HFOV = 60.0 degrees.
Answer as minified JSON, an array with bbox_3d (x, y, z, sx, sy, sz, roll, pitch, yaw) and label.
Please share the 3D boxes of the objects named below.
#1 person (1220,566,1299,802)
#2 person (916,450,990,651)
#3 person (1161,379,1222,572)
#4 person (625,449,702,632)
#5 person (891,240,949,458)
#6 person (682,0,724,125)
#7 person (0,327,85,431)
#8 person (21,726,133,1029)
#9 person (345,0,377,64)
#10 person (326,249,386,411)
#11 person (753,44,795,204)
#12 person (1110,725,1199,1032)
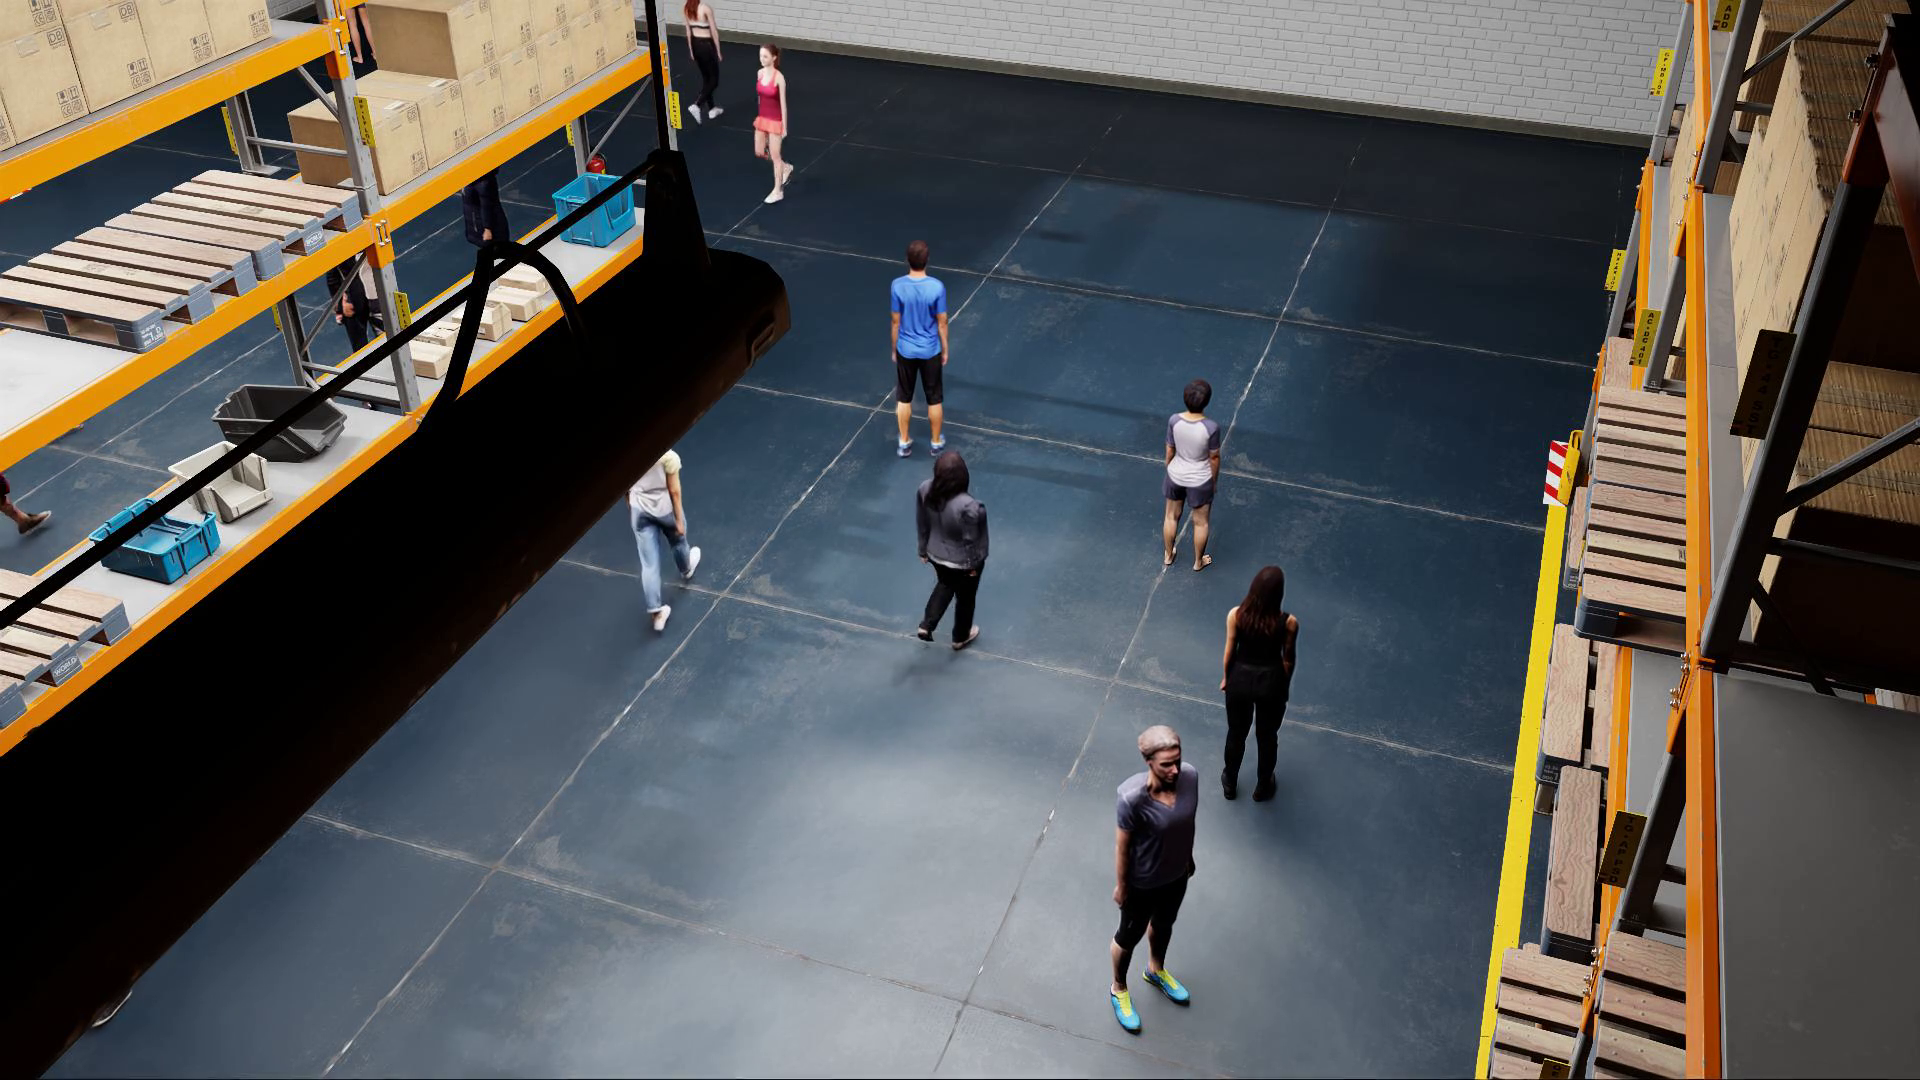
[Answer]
[{"bbox_3d":[1.797,0.879,10.087,0.594,1.688,0.566,8,35,12],"label":"person"},{"bbox_3d":[-0.079,0.122,11.322,0.809,1.583,0.895,25,41,32],"label":"person"},{"bbox_3d":[1.702,-0.485,12.250,0.571,1.566,0.533,14,36,20],"label":"person"},{"bbox_3d":[-2.159,-0.123,11.600,0.750,1.683,1.132,6,34,10],"label":"person"},{"bbox_3d":[-0.352,-1.537,13.569,0.685,1.858,0.662,0,34,0],"label":"person"},{"bbox_3d":[-3.153,-5.911,20.271,0.722,1.723,1.020,17,37,24],"label":"person"},{"bbox_3d":[-7.862,-1.523,13.777,0.880,1.604,0.911,-10,35,-14],"label":"person"},{"bbox_3d":[-4.560,1.661,8.813,0.658,1.797,1.078,11,35,16],"label":"person"},{"bbox_3d":[-8.158,-7.316,22.376,0.643,1.733,0.742,-24,40,-31],"label":"person"},{"bbox_3d":[-5.102,-2.014,14.255,0.754,1.893,0.826,-16,37,-23],"label":"person"},{"bbox_3d":[-2.019,-4.616,18.303,0.713,1.745,0.859,25,41,32],"label":"person"},{"bbox_3d":[1.007,1.721,8.640,0.720,1.888,0.816,-20,39,-27],"label":"person"}]
